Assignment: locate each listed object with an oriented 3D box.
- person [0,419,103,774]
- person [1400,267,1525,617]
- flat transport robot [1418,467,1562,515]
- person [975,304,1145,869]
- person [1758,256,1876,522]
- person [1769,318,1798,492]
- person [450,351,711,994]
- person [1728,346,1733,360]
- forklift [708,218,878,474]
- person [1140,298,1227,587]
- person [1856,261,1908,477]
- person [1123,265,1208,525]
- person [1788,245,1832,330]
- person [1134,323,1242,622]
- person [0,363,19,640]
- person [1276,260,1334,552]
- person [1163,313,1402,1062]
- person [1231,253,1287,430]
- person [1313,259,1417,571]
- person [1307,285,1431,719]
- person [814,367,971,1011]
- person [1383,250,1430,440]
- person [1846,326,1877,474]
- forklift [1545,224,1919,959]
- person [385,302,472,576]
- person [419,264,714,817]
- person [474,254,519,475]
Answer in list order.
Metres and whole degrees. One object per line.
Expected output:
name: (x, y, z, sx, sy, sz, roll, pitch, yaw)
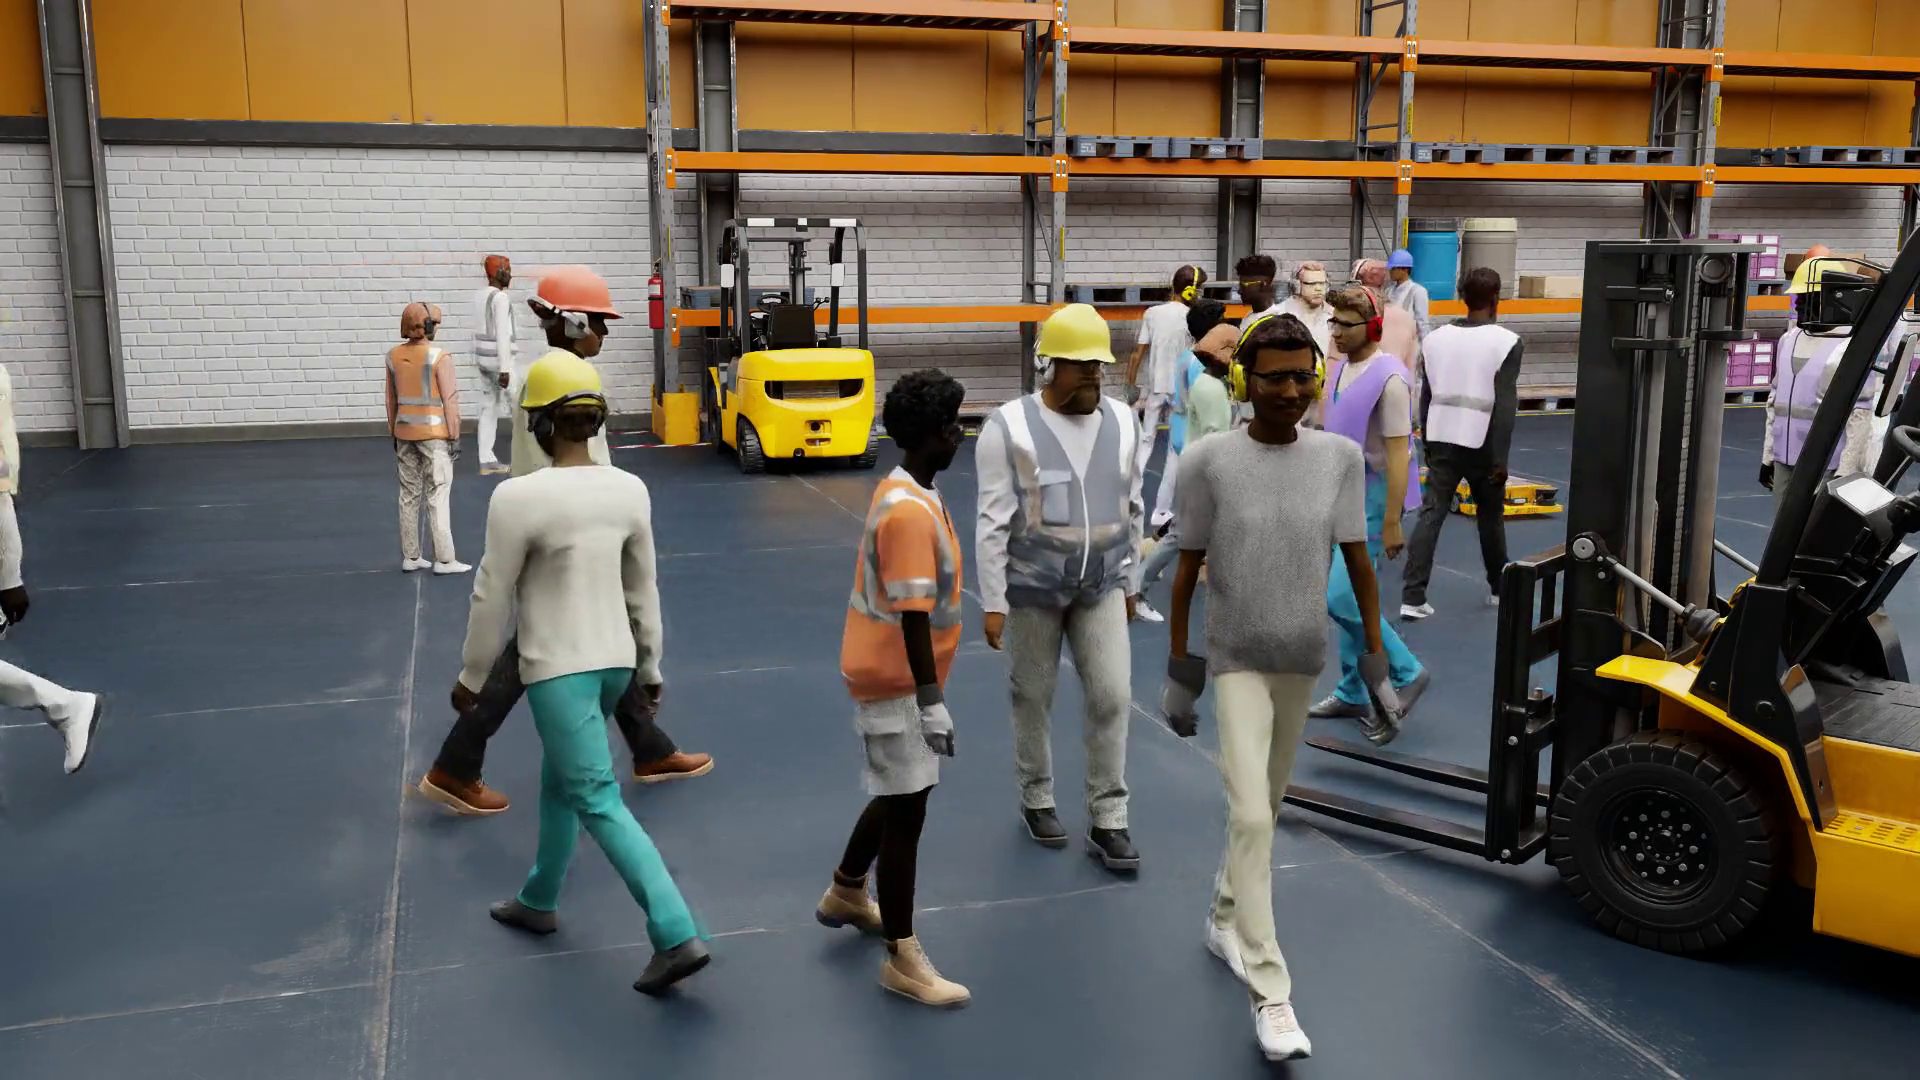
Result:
person: (-3.372, 0.043, 5.746, 0.594, 1.904, 0.698, 7, 13, 34)
person: (2.716, -0.521, 8.932, 1.037, 1.861, 0.613, -10, 14, -43)
flat transport robot: (3.824, -0.388, 12.551, 0.652, 0.197, 1.431, -3, 11, -17)
person: (0.359, 0.160, 5.316, 0.620, 1.805, 0.732, -3, 11, -15)
person: (4.151, -0.412, 8.142, 0.366, 1.927, 0.590, -3, 11, -17)
person: (6.857, -1.251, 13.318, 0.919, 1.720, 0.542, -4, 11, -23)
person: (-1.012, 0.346, 4.554, 0.915, 1.719, 0.528, 6, 12, 31)
person: (3.378, -0.190, 7.868, 0.517, 1.582, 0.851, -5, 11, -26)
forklift: (-1.522, -1.778, 14.899, 1.214, 2.155, 2.313, -3, 11, -17)
person: (1.305, -0.540, 9.493, 0.499, 1.679, 0.543, 1, 10, 3)
person: (6.647, -1.122, 12.267, 0.429, 1.842, 0.634, -8, 13, -39)
person: (1.436, -1.011, 11.696, 0.615, 1.829, 0.459, 5, 12, 28)
person: (8.391, -1.922, 16.390, 0.542, 1.938, 0.358, -1, 10, -3)
person: (1.239, -0.332, 8.640, 0.837, 1.588, 0.520, 3, 11, 15)
person: (-4.829, -0.308, 7.962, 0.610, 1.779, 0.943, -4, 11, -23)
person: (2.216, -0.899, 10.956, 0.643, 1.878, 0.817, -3, 11, -17)
person: (0.839, 0.353, 4.219, 0.544, 1.821, 0.927, -2, 11, -12)
person: (1.983, -0.832, 10.479, 0.834, 1.931, 0.617, -3, 11, -16)
person: (2.411, -0.762, 10.172, 0.659, 1.889, 0.576, -7, 13, -35)
person: (1.658, -0.125, 6.841, 0.424, 1.827, 0.591, 0, 10, -2)
person: (-0.199, 0.387, 4.455, 0.441, 1.685, 0.648, 1, 10, 4)
person: (4.330, -1.909, 16.449, 1.007, 1.888, 0.636, -3, 11, -17)
person: (5.591, -0.725, 10.700, 0.686, 1.612, 0.522, -4, 11, -19)
forklift: (2.909, 0.117, 4.508, 2.313, 2.155, 1.214, 9, 14, 40)
person: (-3.211, -0.603, 9.984, 0.523, 1.636, 0.310, 5, 11, 25)
person: (-1.443, 0.000, 5.890, 1.065, 1.938, 0.638, -5, 11, -26)
person: (-3.835, -1.498, 14.254, 0.759, 1.864, 0.610, -8, 13, -37)
